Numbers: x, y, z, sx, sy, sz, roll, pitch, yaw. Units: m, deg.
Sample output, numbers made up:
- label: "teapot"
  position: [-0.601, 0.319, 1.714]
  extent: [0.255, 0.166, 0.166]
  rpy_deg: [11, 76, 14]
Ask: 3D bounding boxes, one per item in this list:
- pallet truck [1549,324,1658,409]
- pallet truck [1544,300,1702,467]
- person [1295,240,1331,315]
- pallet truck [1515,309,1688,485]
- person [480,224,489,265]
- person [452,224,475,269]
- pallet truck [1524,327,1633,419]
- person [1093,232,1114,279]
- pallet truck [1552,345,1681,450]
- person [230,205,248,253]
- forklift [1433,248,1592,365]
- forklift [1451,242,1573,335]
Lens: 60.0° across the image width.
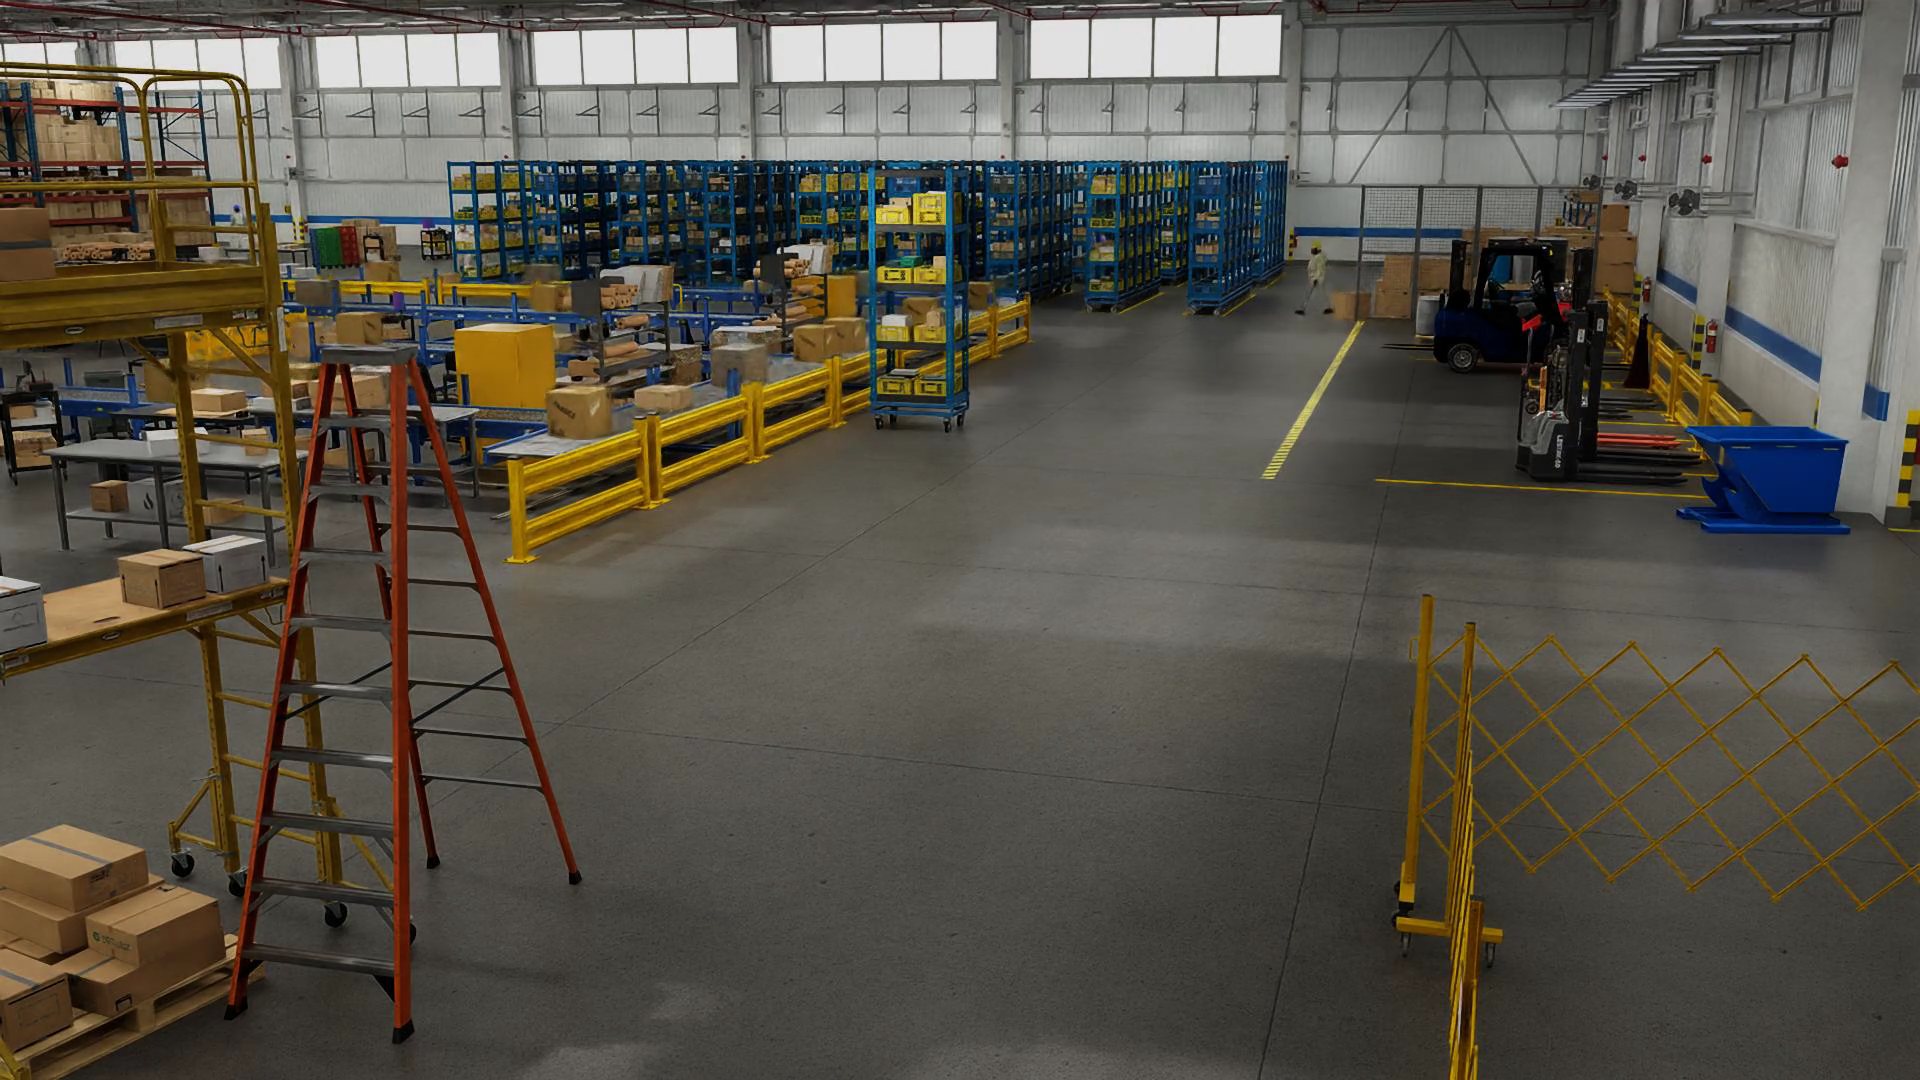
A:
- label: "pallet truck"
  position: [9.824, -2.669, 25.407]
  extent: [1.601, 1.201, 0.680]
  rpy_deg: [4, 14, 16]
- label: "pallet truck"
  position: [8.263, -1.952, 20.631]
  extent: [1.885, 1.965, 0.823]
  rpy_deg: [5, 14, 20]
- label: "person"
  position: [8.537, -6.272, 39.770]
  extent: [0.963, 1.789, 0.591]
  rpy_deg: [-5, 14, -22]
- label: "pallet truck"
  position: [7.554, -1.677, 19.446]
  extent: [1.885, 1.965, 0.823]
  rpy_deg: [3, 13, 14]
- label: "person"
  position: [-14.821, -9.145, 51.746]
  extent: [0.446, 1.974, 0.641]
  rpy_deg: [-1, 13, -4]
- label: "person"
  position: [-14.523, -8.400, 48.713]
  extent: [0.650, 1.893, 0.622]
  rpy_deg: [-1, 13, -4]
- label: "pallet truck"
  position: [9.065, -2.460, 24.370]
  extent: [1.522, 1.261, 0.704]
  rpy_deg: [3, 13, 14]
- label: "person"
  position: [4.010, -7.847, 46.513]
  extent: [0.623, 1.802, 0.446]
  rpy_deg: [7, 15, 29]
- label: "pallet truck"
  position: [8.641, -1.896, 21.908]
  extent: [1.630, 1.274, 0.653]
  rpy_deg: [4, 14, 16]
- label: "person"
  position: [-27.214, -11.673, 62.806]
  extent: [0.652, 1.919, 0.468]
  rpy_deg: [-8, 15, -31]
- label: "forklift"
  position: [9.780, -4.111, 29.280]
  extent: [2.680, 1.987, 1.157]
  rpy_deg: [3, 13, 14]
- label: "forklift"
  position: [10.464, -4.597, 31.405]
  extent: [2.680, 1.987, 1.157]
  rpy_deg: [4, 14, 16]
